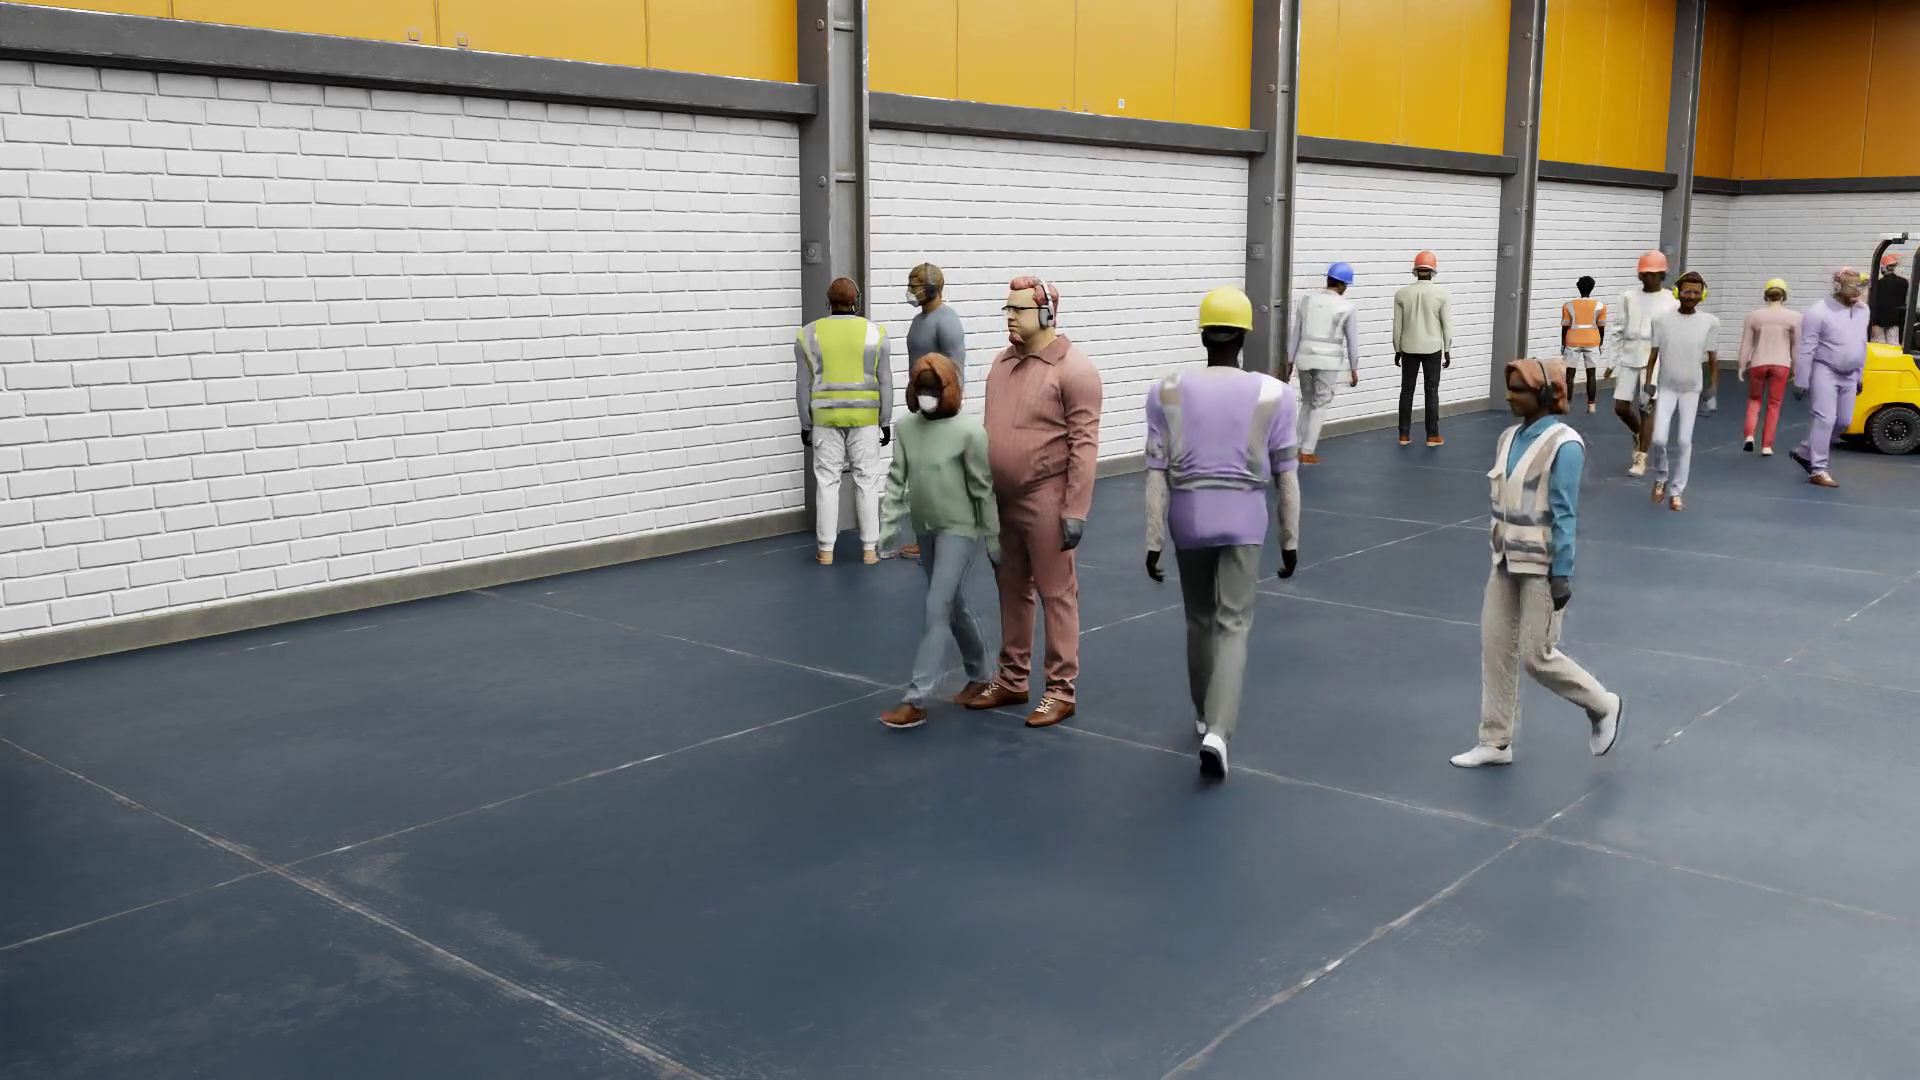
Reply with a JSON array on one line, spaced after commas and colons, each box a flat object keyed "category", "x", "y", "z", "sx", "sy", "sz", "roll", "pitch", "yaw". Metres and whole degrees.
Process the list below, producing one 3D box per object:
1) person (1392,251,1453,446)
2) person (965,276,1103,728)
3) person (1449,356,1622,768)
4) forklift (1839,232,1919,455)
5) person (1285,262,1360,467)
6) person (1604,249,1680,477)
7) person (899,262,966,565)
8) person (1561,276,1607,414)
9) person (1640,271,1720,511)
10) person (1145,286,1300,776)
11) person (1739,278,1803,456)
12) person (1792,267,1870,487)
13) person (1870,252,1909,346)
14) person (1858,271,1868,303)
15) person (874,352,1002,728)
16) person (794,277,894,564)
[{"category": "person", "x": 4.756, "y": -1.964, "z": 17.113, "sx": 0.611, "sy": 1.997, "sz": 0.375, "roll": 5, "pitch": 11, "yaw": 28}, {"category": "person", "x": 0.295, "y": -0.164, "z": 7.117, "sx": 0.406, "sy": 1.910, "sz": 0.639, "roll": -8, "pitch": 13, "yaw": -40}, {"category": "person", "x": 2.252, "y": 0.100, "z": 6.413, "sx": 0.589, "sy": 1.619, "sz": 0.524, "roll": -2, "pitch": 10, "yaw": -13}, {"category": "forklift", "x": 9.955, "y": -1.972, "z": 16.595, "sx": 2.313, "sy": 2.155, "sz": 1.214, "roll": 1, "pitch": 10, "yaw": 8}, {"category": "person", "x": 3.374, "y": -1.624, "z": 15.463, "sx": 0.641, "sy": 1.894, "sz": 0.596, "roll": 8, "pitch": 13, "yaw": 39}, {"category": "person", "x": 6.153, "y": -1.595, "z": 14.938, "sx": 0.629, "sy": 2.017, "sz": 0.720, "roll": 9, "pitch": 13, "yaw": 42}, {"category": "person", "x": -0.167, "y": -0.802, "z": 10.667, "sx": 0.351, "sy": 1.936, "sz": 0.634, "roll": -4, "pitch": 11, "yaw": -22}, {"category": "person", "x": 7.651, "y": -2.395, "z": 20.446, "sx": 0.532, "sy": 1.691, "sz": 0.322, "roll": 3, "pitch": 10, "yaw": 18}, {"category": "person", "x": 5.559, "y": -1.141, "z": 12.848, "sx": 0.551, "sy": 1.848, "sz": 0.397, "roll": 4, "pitch": 11, "yaw": 21}, {"category": "person", "x": 1.021, "y": -0.051, "z": 6.544, "sx": 0.600, "sy": 1.890, "sz": 0.953, "roll": 2, "pitch": 10, "yaw": 14}, {"category": "person", "x": 7.925, "y": -1.687, "z": 16.280, "sx": 0.530, "sy": 1.740, "sz": 0.447, "roll": 7, "pitch": 12, "yaw": 33}, {"category": "person", "x": 7.435, "y": -1.406, "z": 14.318, "sx": 0.666, "sy": 1.870, "sz": 0.676, "roll": -3, "pitch": 10, "yaw": -18}, {"category": "person", "x": 13.331, "y": -3.137, "z": 23.865, "sx": 0.625, "sy": 1.973, "sz": 0.829, "roll": -2, "pitch": 10, "yaw": -9}, {"category": "person", "x": 11.000, "y": -2.448, "z": 20.568, "sx": 0.540, "sy": 1.752, "sz": 0.420, "roll": -5, "pitch": 11, "yaw": -25}, {"category": "person", "x": -0.088, "y": -0.013, "z": 7.158, "sx": 0.495, "sy": 1.589, "sz": 0.790, "roll": 9, "pitch": 14, "yaw": 43}, {"category": "person", "x": -0.736, "y": -0.755, "z": 10.673, "sx": 0.626, "sy": 1.844, "sz": 0.429, "roll": 0, "pitch": 10, "yaw": -2}]
